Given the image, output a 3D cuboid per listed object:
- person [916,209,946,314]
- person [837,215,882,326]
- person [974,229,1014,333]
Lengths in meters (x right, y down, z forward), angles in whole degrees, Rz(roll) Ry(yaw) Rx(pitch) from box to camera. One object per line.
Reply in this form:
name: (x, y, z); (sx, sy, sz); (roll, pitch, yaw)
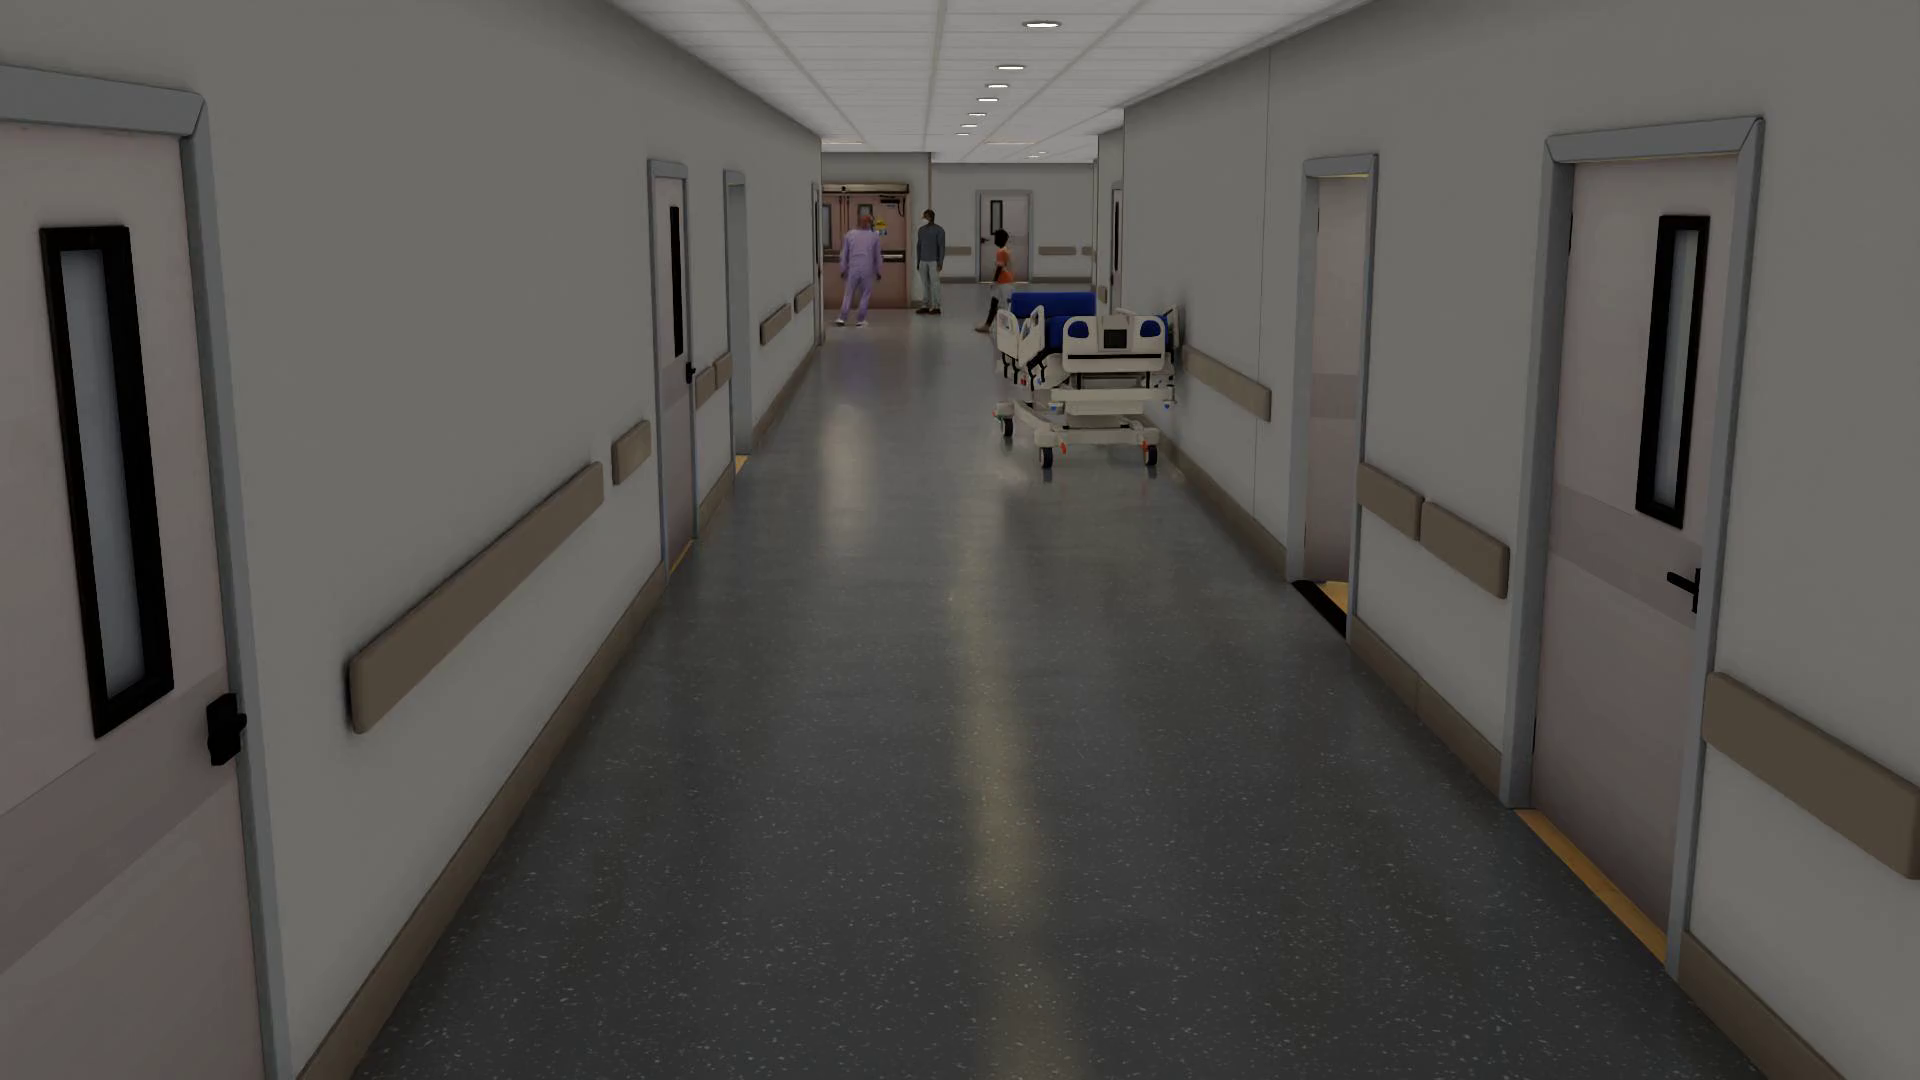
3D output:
person: (-0.559, -5.165, 30.908); (0.635, 1.938, 0.359); (9, 15, 37)
person: (-1.678, -4.560, 28.156); (0.745, 1.862, 0.419); (1, 12, 6)
person: (0.691, -4.106, 26.451); (0.868, 1.653, 0.537); (0, 12, 1)
